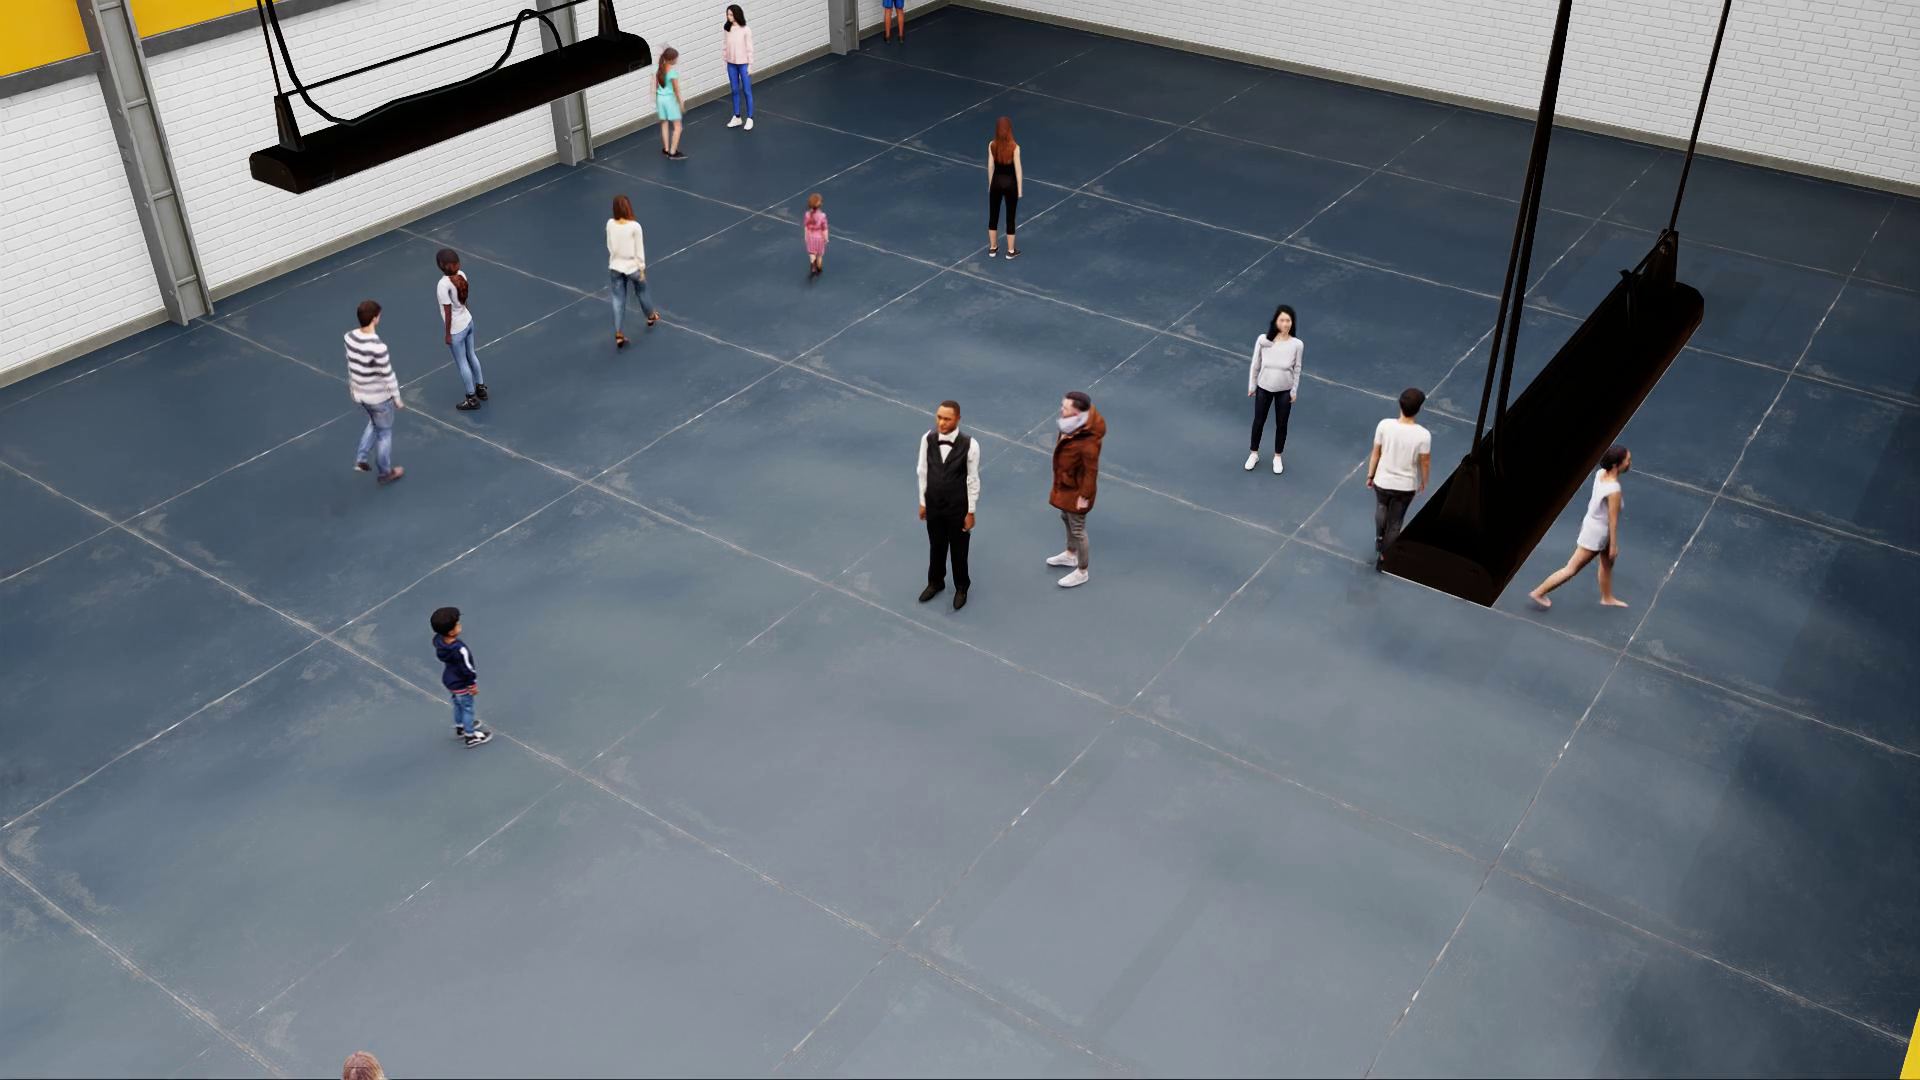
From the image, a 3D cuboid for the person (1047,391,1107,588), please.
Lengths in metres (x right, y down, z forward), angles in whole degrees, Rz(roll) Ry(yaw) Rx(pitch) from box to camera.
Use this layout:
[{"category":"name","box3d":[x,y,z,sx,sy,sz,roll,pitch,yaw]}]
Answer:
[{"category":"person","box3d":[0.995,-0.464,14.151,0.902,1.837,0.848,-7,34,-10]}]

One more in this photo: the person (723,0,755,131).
[{"category":"person","box3d":[-3.133,-6.746,23.664,0.668,1.769,0.590,16,37,22]}]

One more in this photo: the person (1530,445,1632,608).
[{"category":"person","box3d":[5.201,-0.058,13.783,0.982,1.567,1.091,3,34,5]}]

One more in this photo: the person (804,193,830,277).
[{"category":"person","box3d":[-1.711,-3.569,19.567,0.517,1.014,0.573,4,34,6]}]

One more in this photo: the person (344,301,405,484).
[{"category":"person","box3d":[-5.509,-1.302,15.427,0.710,1.820,0.742,16,37,23]}]

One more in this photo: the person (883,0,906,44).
[{"category":"person","box3d":[-1.083,-9.008,27.043,0.683,1.795,0.738,-4,34,-7]}]

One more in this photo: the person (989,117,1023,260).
[{"category":"person","box3d":[0.519,-4.216,19.896,0.606,1.726,0.573,13,36,18]}]

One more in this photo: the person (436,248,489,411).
[{"category":"person","box3d":[-5.052,-2.138,16.776,0.719,1.719,0.586,7,34,10]}]

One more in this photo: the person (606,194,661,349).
[{"category":"person","box3d":[-3.633,-2.867,17.948,0.856,1.637,1.142,9,35,13]}]

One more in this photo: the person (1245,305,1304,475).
[{"category":"person","box3d":[2.981,-1.438,15.743,0.692,1.697,0.677,8,34,12]}]

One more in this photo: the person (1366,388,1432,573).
[{"category":"person","box3d":[3.728,-0.489,14.308,0.696,1.705,0.828,16,37,23]}]

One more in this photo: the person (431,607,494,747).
[{"category":"person","box3d":[-3.770,1.015,12.482,0.537,1.222,0.554,-27,42,-34]}]

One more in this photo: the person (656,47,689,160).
[{"category":"person","box3d":[-4.014,-5.991,22.737,0.715,1.538,0.560,10,35,15]}]

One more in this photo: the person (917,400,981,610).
[{"category":"person","box3d":[-0.090,-0.321,13.862,0.741,1.919,0.671,12,35,17]}]
